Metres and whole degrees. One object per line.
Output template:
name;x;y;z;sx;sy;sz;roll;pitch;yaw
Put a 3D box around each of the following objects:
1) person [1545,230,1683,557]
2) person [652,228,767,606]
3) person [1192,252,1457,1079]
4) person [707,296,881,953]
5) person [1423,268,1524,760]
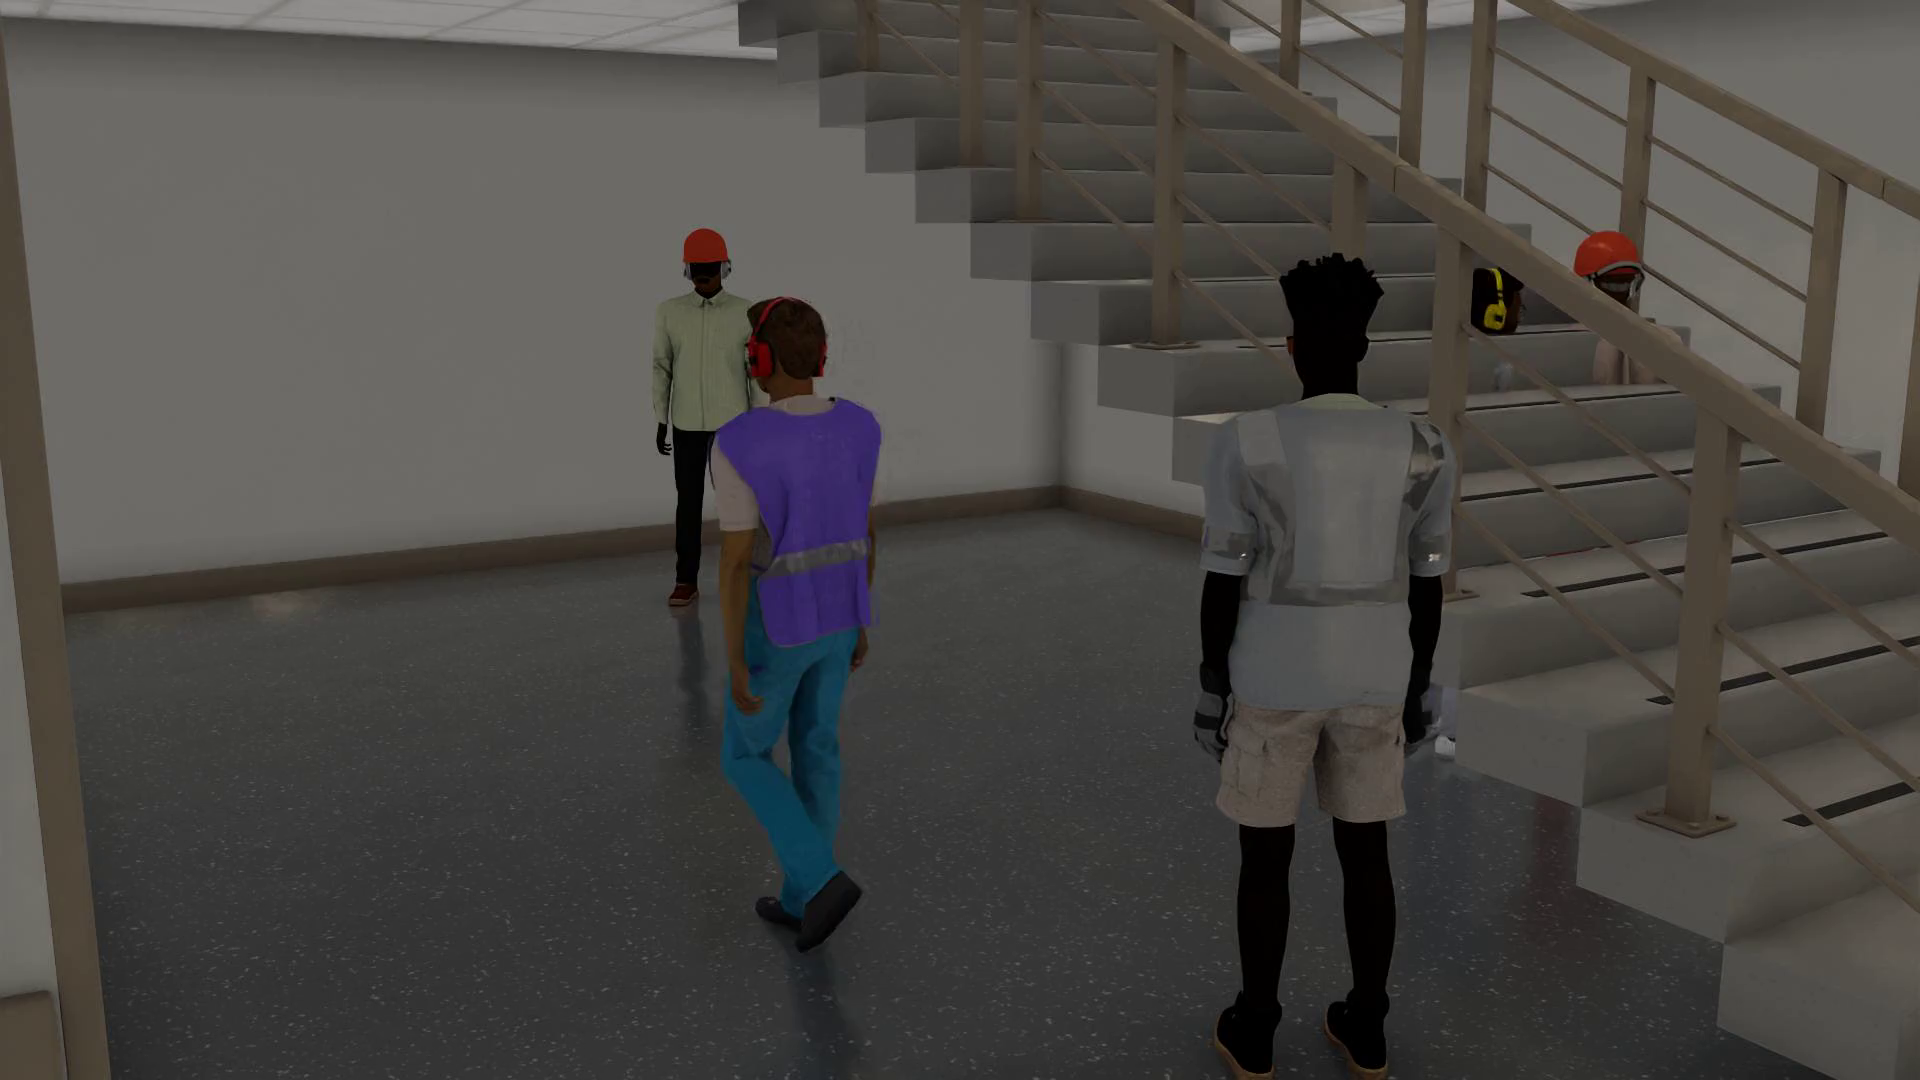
person;2.499;-0.202;6.531;0.611;1.994;0.379;-2;11;-9
person;-1.323;-0.637;8.812;0.612;1.995;0.378;0;11;-1
person;0.841;0.319;3.901;0.598;1.958;0.375;-2;11;-10
person;-0.421;0.253;4.569;0.571;1.829;0.496;-9;14;-41
person;1.926;-0.096;6.339;0.342;1.860;0.576;-2;11;-11
